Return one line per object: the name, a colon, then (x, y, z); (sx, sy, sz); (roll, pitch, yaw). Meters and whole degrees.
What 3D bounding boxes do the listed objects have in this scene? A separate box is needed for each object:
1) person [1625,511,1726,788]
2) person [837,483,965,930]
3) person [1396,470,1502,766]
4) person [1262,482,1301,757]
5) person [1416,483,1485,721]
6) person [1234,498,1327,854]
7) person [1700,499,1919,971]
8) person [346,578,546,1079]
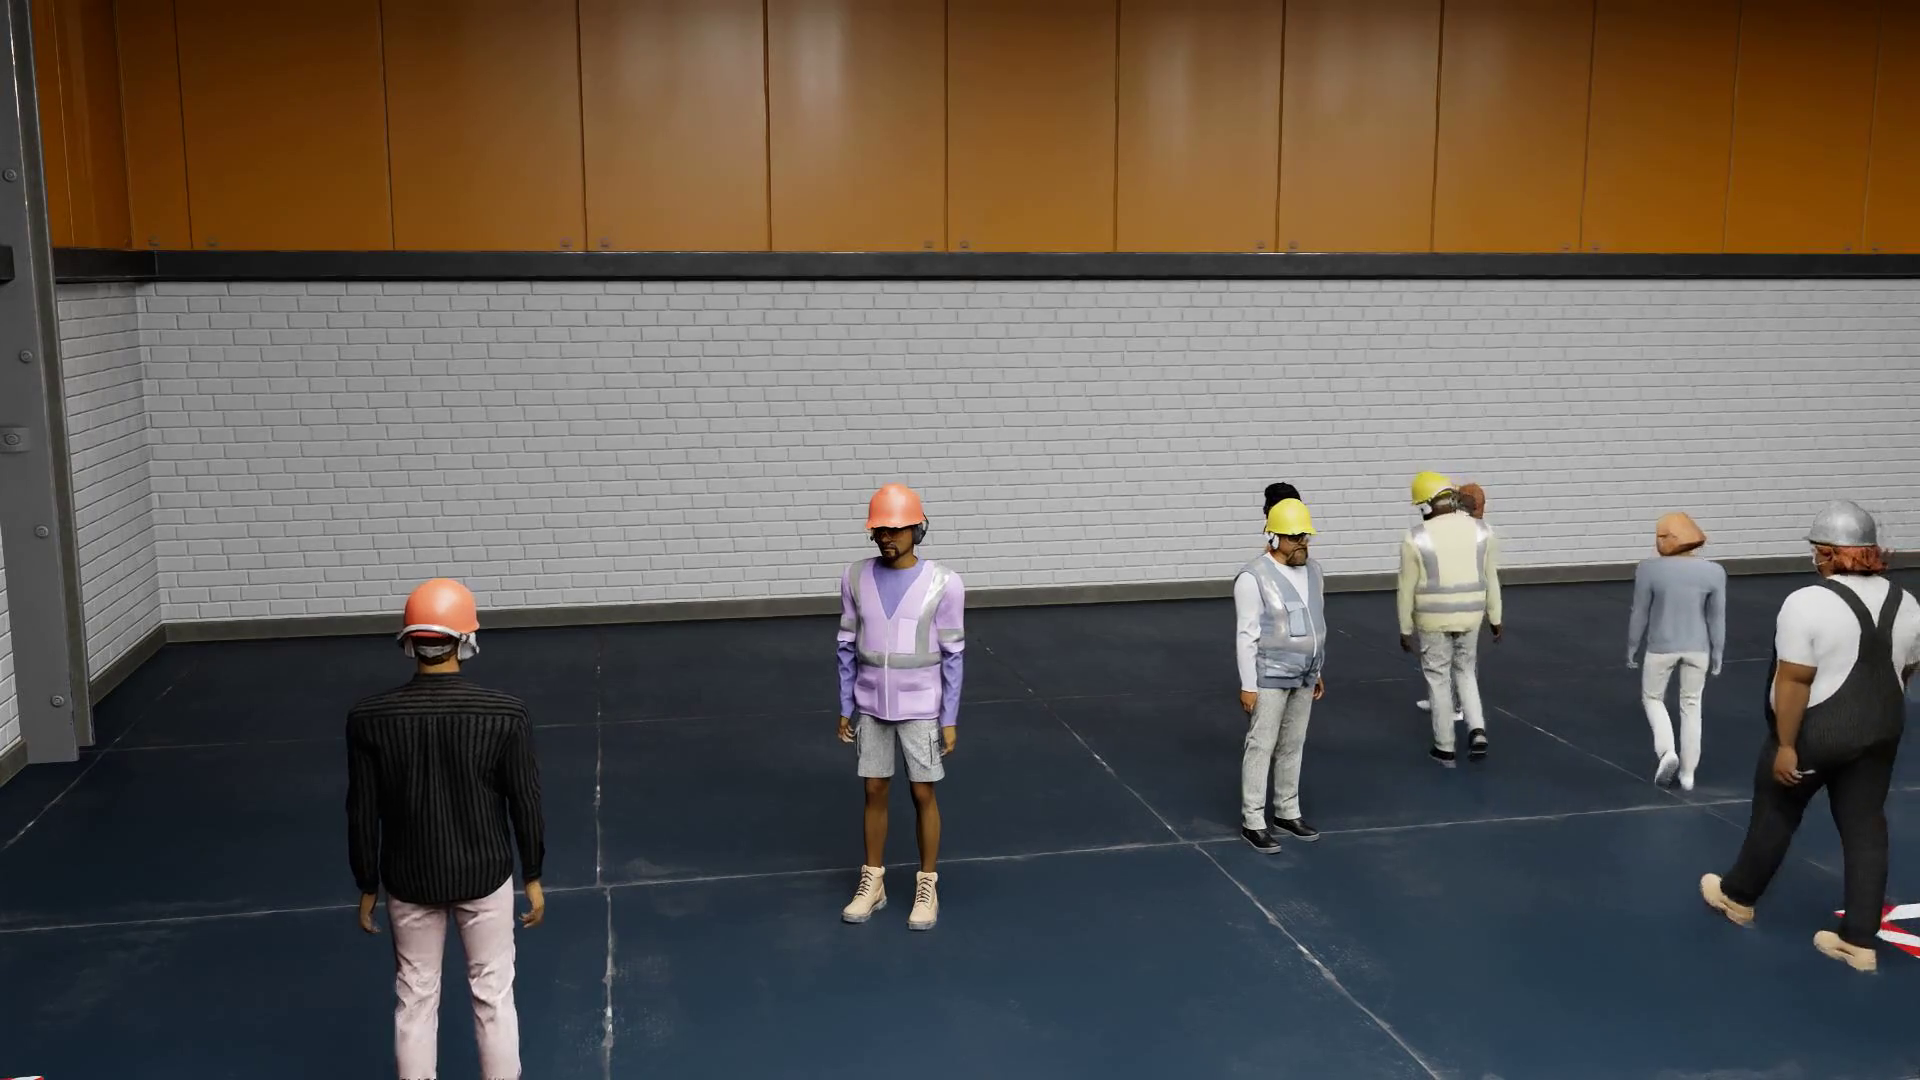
person: (4.098, 0.646, 9.508); (0.542, 1.618, 0.458); (2, 9, 10)
person: (-0.283, 0.756, 7.565); (0.606, 2.044, 0.374); (3, 10, 17)
person: (2.932, 0.480, 10.007); (0.660, 1.791, 0.477); (-1, 9, -8)
person: (1.974, 0.488, 10.244); (0.316, 1.697, 0.542); (4, 10, 23)
person: (3.320, 0.410, 10.993); (0.348, 1.610, 0.541); (-4, 10, -23)
person: (1.678, 0.689, 8.609); (0.603, 1.830, 0.404); (-7, 12, -37)
person: (3.770, 0.791, 7.352); (0.710, 2.000, 0.943); (-2, 9, -11)
person: (-1.695, 1.113, 5.544); (0.628, 1.991, 0.396); (-1, 9, -8)
